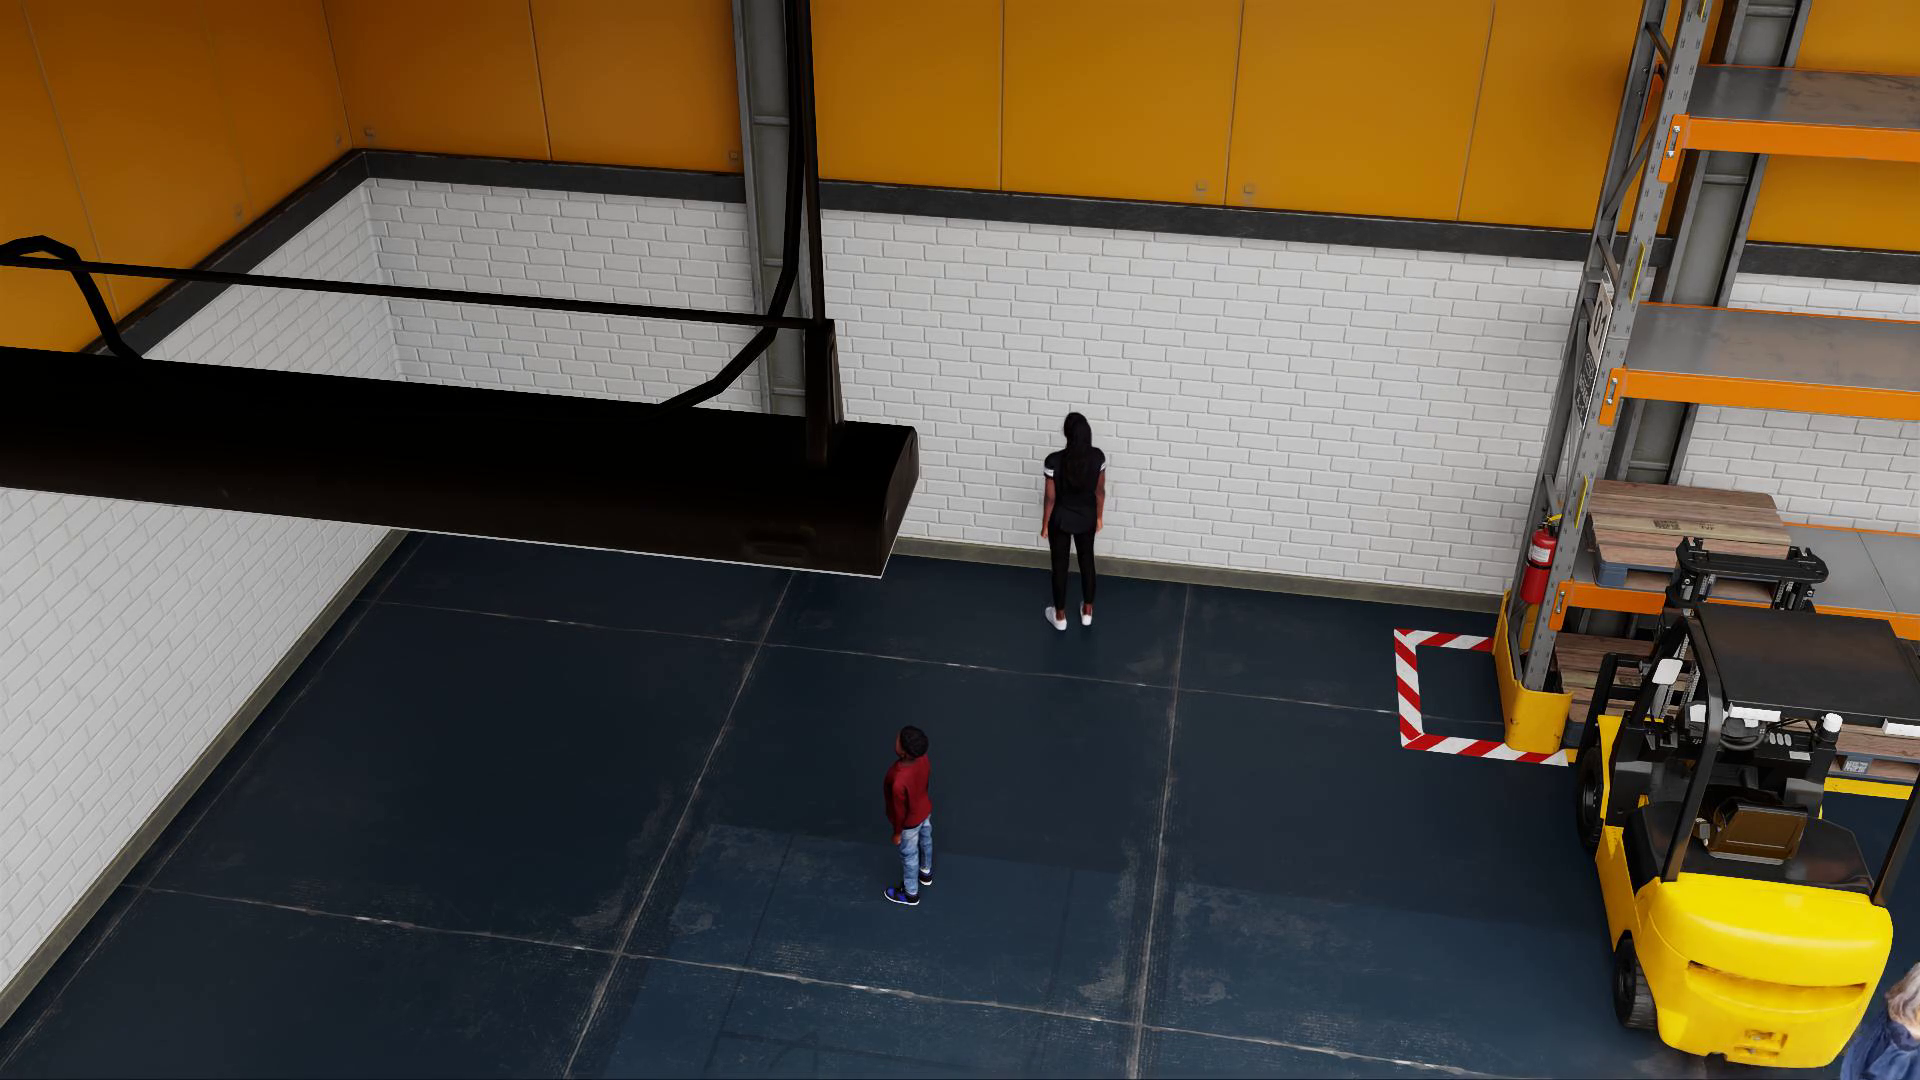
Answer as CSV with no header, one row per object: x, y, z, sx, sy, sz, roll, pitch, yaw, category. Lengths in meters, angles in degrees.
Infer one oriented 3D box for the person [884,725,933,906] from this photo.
-0.281,1.582,9.659,0.571,1.256,0.565,17,37,24,person

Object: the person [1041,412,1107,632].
0.799,-0.138,11.818,0.627,1.730,0.752,-8,34,-12,person
